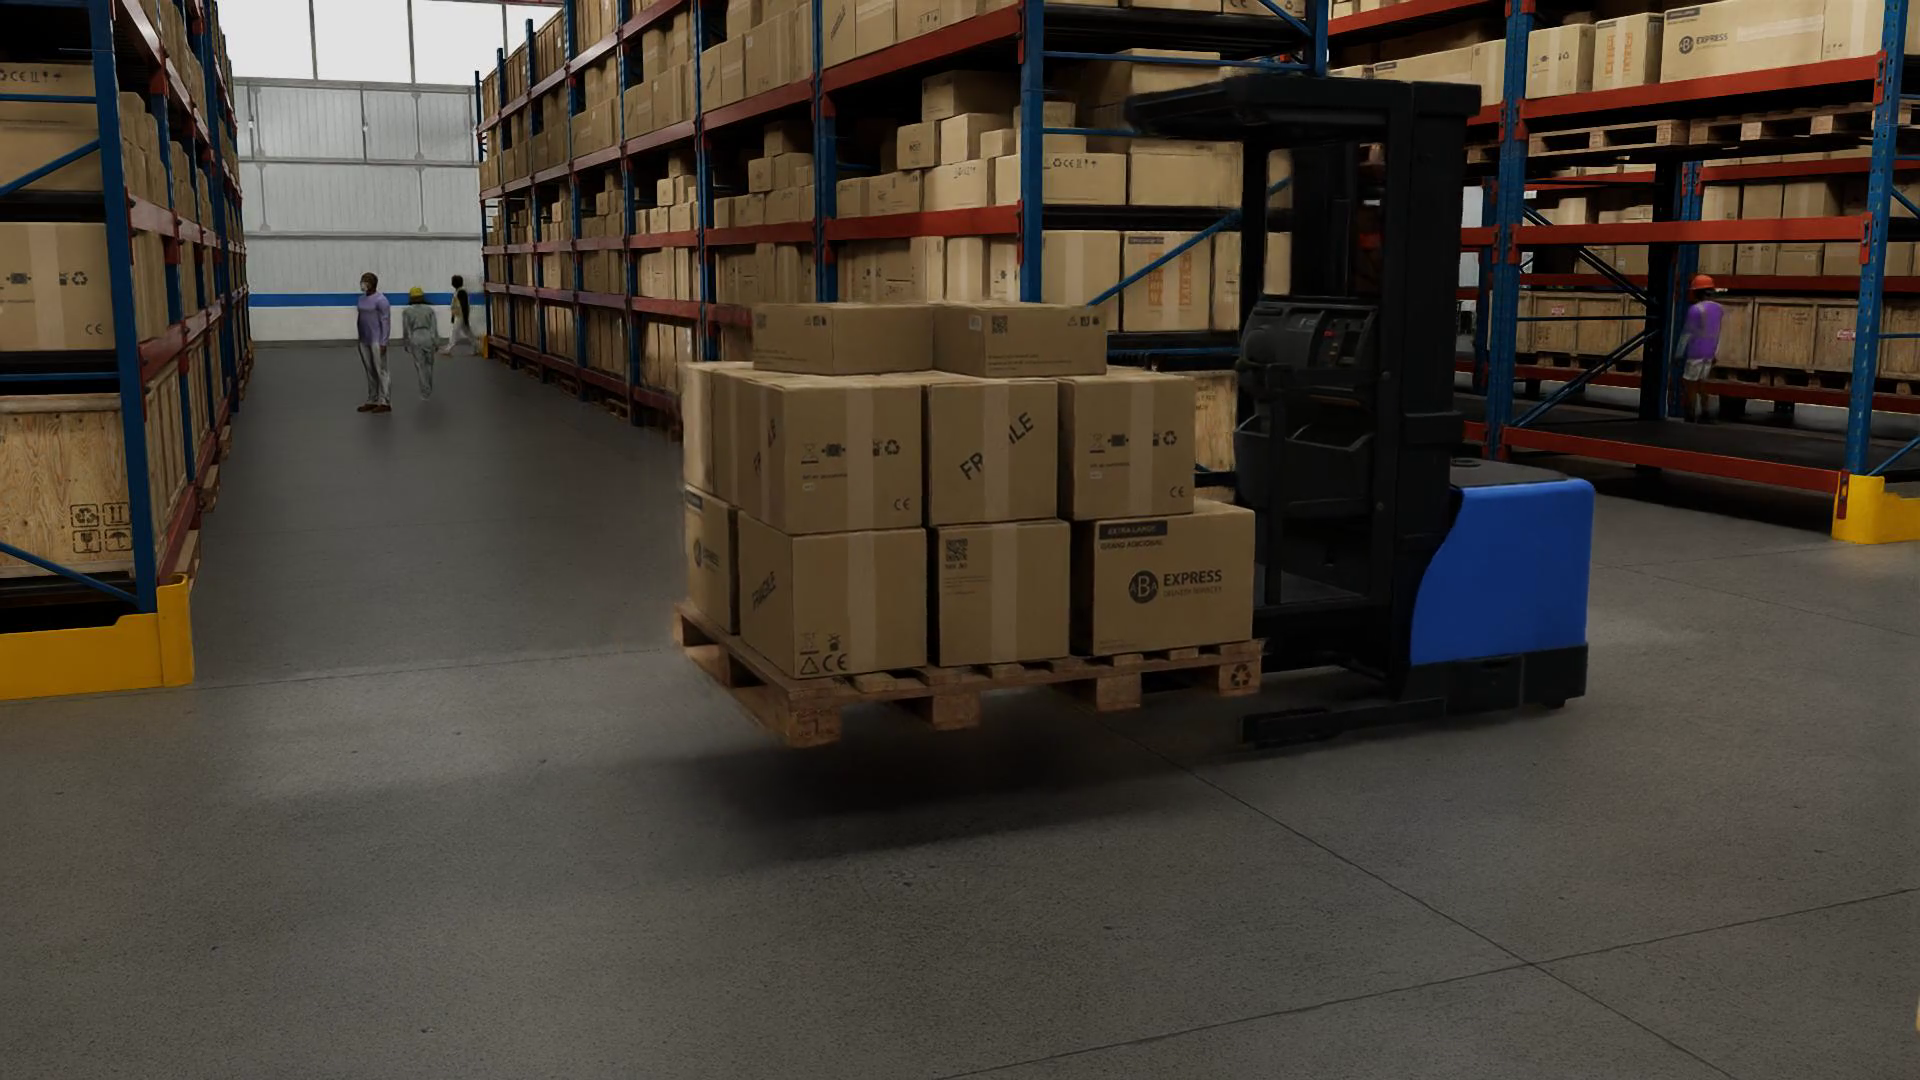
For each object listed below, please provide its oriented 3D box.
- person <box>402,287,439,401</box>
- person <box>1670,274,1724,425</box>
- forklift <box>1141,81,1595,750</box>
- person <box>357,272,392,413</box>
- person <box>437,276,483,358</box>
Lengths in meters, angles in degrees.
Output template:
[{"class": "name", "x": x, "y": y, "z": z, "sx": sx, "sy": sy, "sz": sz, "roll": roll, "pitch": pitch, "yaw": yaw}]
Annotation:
[{"class": "person", "x": -8.178, "y": -2.972, "z": 25.183, "sx": 0.490, "sy": 1.695, "sz": 0.865, "roll": -5, "pitch": 11, "yaw": -29}, {"class": "person", "x": 9.120, "y": -2.317, "z": 20.607, "sx": 0.558, "sy": 1.923, "sz": 0.463, "roll": -6, "pitch": 11, "yaw": -32}, {"class": "forklift", "x": 1.882, "y": -0.624, "z": 7.598, "sx": 1.873, "sy": 2.768, "sz": 1.129, "roll": -4, "pitch": 10, "yaw": -23}, {"class": "person", "x": -8.126, "y": -2.729, "z": 23.027, "sx": 0.631, "sy": 1.940, "sz": 0.370, "roll": 7, "pitch": 11, "yaw": 34}, {"class": "person", "x": -10.942, "y": -4.885, "z": 36.412, "sx": 0.981, "sy": 1.794, "sz": 0.634, "roll": -3, "pitch": 10, "yaw": -18}]
